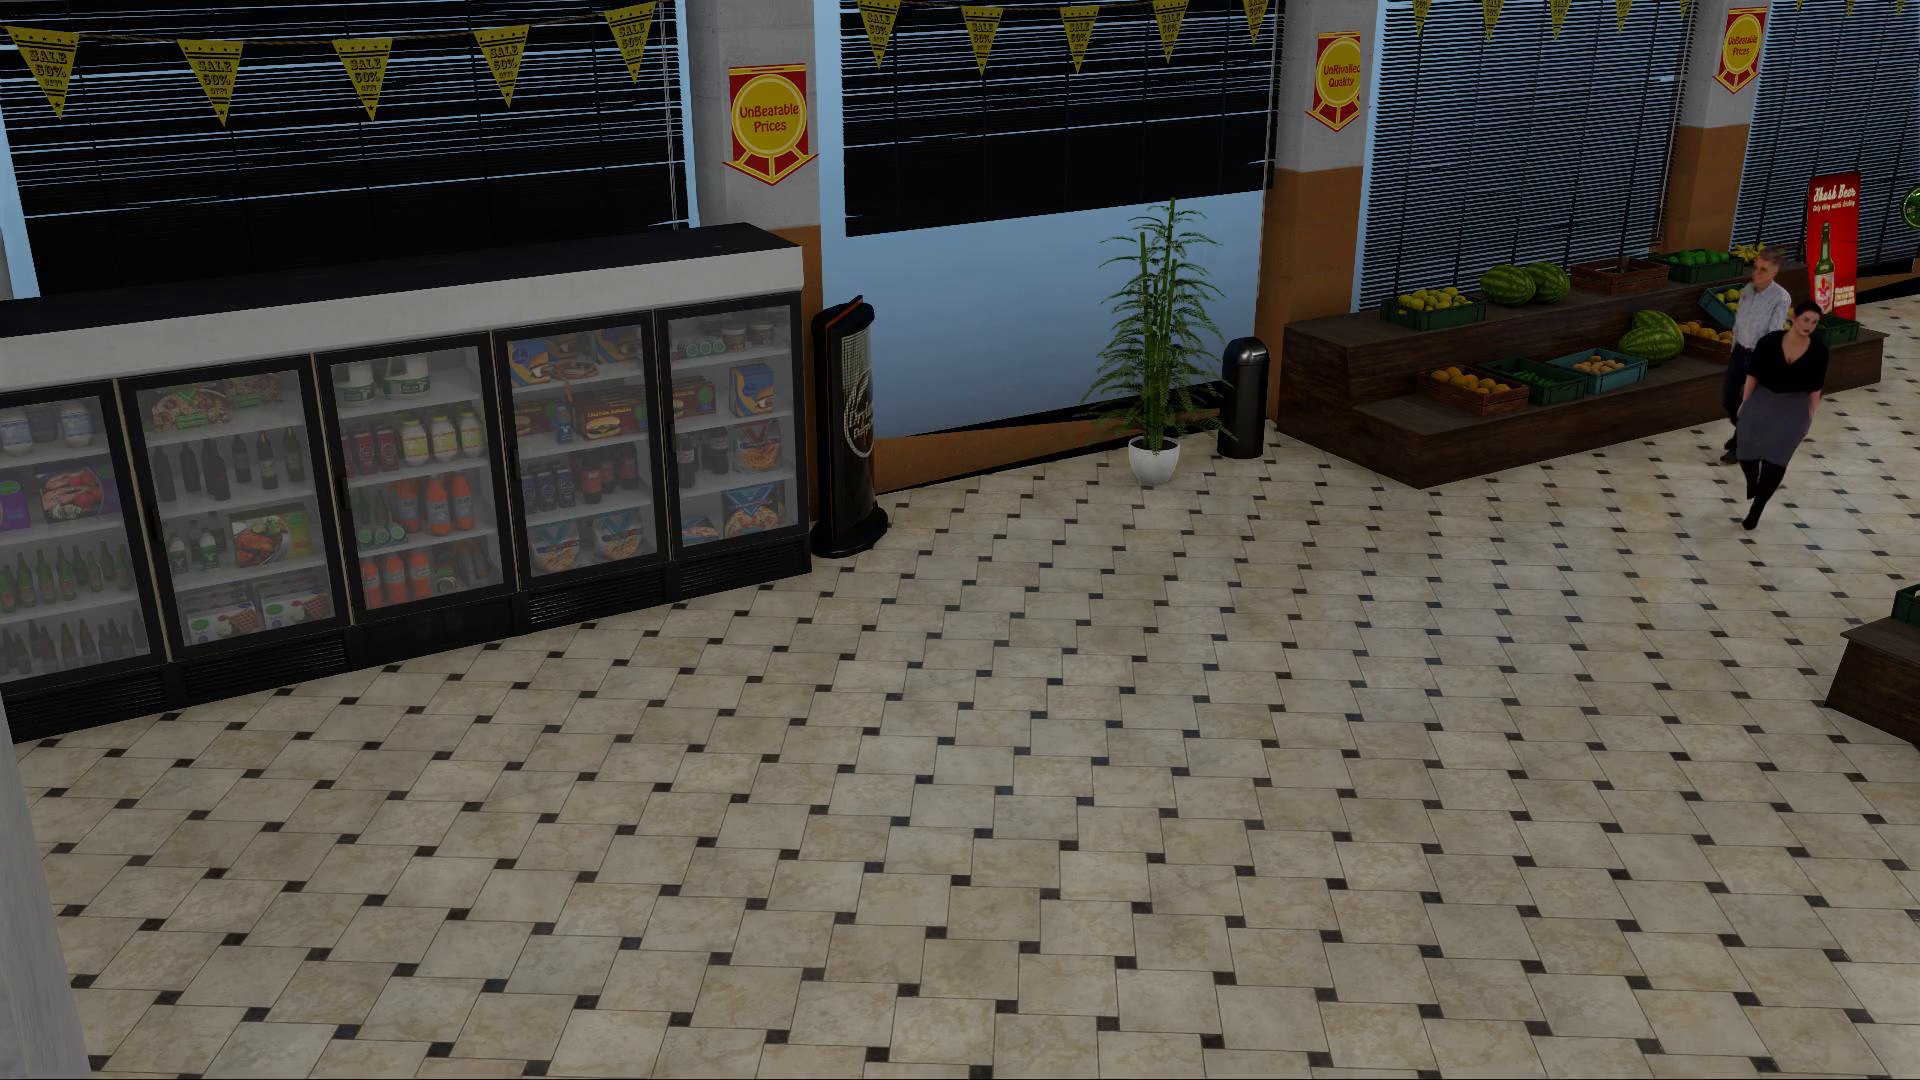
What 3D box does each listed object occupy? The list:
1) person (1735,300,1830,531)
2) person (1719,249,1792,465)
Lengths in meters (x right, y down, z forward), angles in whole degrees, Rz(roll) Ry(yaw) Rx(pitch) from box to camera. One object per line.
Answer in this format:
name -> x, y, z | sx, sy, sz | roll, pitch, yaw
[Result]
person -> 5.973, -0.920, 12.154 | 0.894, 1.731, 0.989 | 14, 26, 31
person -> 6.501, -1.491, 13.484 | 0.760, 1.798, 0.667 | -9, 24, -21
